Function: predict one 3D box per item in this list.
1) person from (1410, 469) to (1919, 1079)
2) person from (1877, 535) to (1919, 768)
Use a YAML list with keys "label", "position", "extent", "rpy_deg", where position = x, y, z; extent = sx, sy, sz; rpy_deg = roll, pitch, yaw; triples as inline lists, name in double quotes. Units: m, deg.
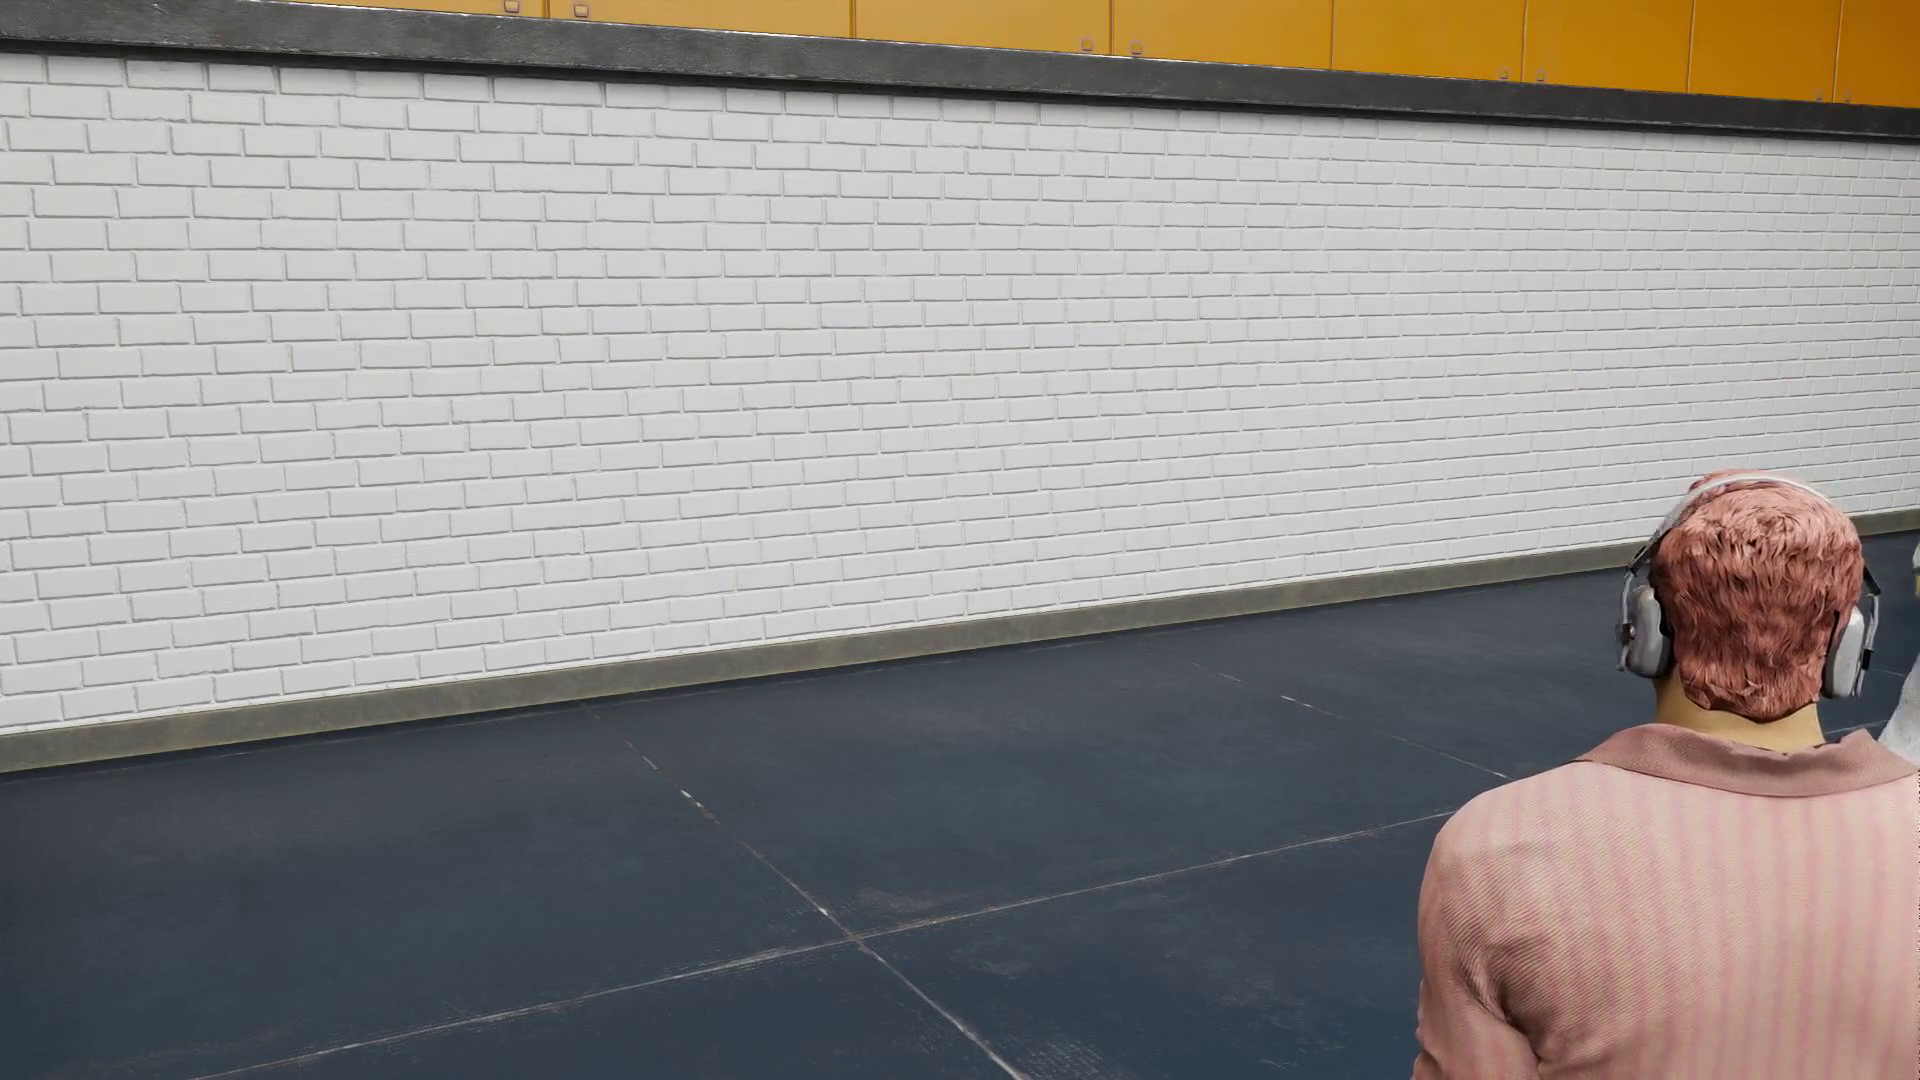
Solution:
- label: "person"
  position: [0.788, 0.874, 1.803]
  extent: [0.652, 1.904, 0.403]
  rpy_deg: [1, 10, 6]
- label: "person"
  position: [3.373, 0.271, 5.605]
  extent: [0.974, 1.785, 0.645]
  rpy_deg: [5, 11, 28]
